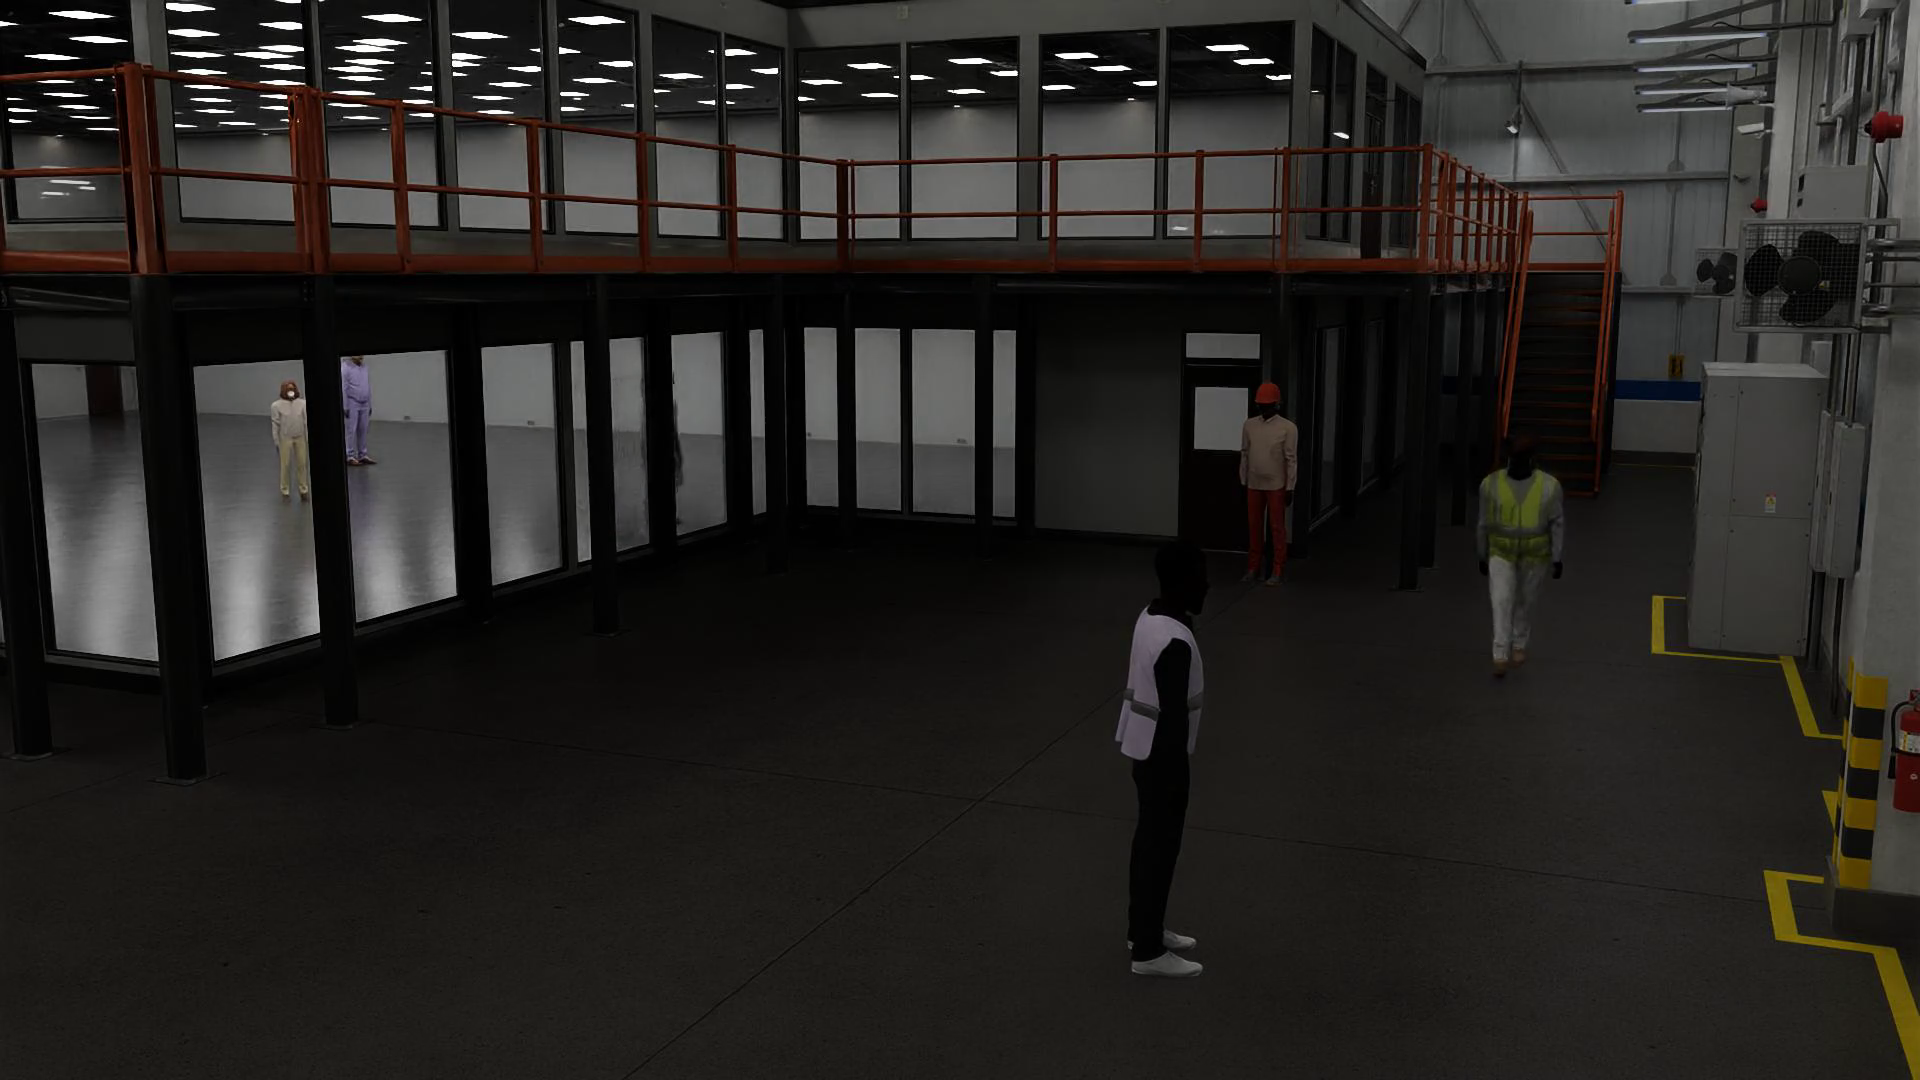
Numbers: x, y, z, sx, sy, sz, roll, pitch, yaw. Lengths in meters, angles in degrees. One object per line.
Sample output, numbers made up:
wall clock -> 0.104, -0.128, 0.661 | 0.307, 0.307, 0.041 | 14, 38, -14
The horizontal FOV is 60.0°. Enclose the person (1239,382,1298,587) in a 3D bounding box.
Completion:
person -> 2.977, -0.539, 16.156 | 0.612, 1.986, 0.407 | 8, 12, 40

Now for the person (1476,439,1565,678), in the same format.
person -> 4.252, 0.124, 12.660 | 0.633, 1.798, 0.963 | 3, 10, 16

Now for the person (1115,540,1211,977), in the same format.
person -> 0.882, 0.944, 7.253 | 0.391, 1.911, 0.584 | -1, 9, -4
